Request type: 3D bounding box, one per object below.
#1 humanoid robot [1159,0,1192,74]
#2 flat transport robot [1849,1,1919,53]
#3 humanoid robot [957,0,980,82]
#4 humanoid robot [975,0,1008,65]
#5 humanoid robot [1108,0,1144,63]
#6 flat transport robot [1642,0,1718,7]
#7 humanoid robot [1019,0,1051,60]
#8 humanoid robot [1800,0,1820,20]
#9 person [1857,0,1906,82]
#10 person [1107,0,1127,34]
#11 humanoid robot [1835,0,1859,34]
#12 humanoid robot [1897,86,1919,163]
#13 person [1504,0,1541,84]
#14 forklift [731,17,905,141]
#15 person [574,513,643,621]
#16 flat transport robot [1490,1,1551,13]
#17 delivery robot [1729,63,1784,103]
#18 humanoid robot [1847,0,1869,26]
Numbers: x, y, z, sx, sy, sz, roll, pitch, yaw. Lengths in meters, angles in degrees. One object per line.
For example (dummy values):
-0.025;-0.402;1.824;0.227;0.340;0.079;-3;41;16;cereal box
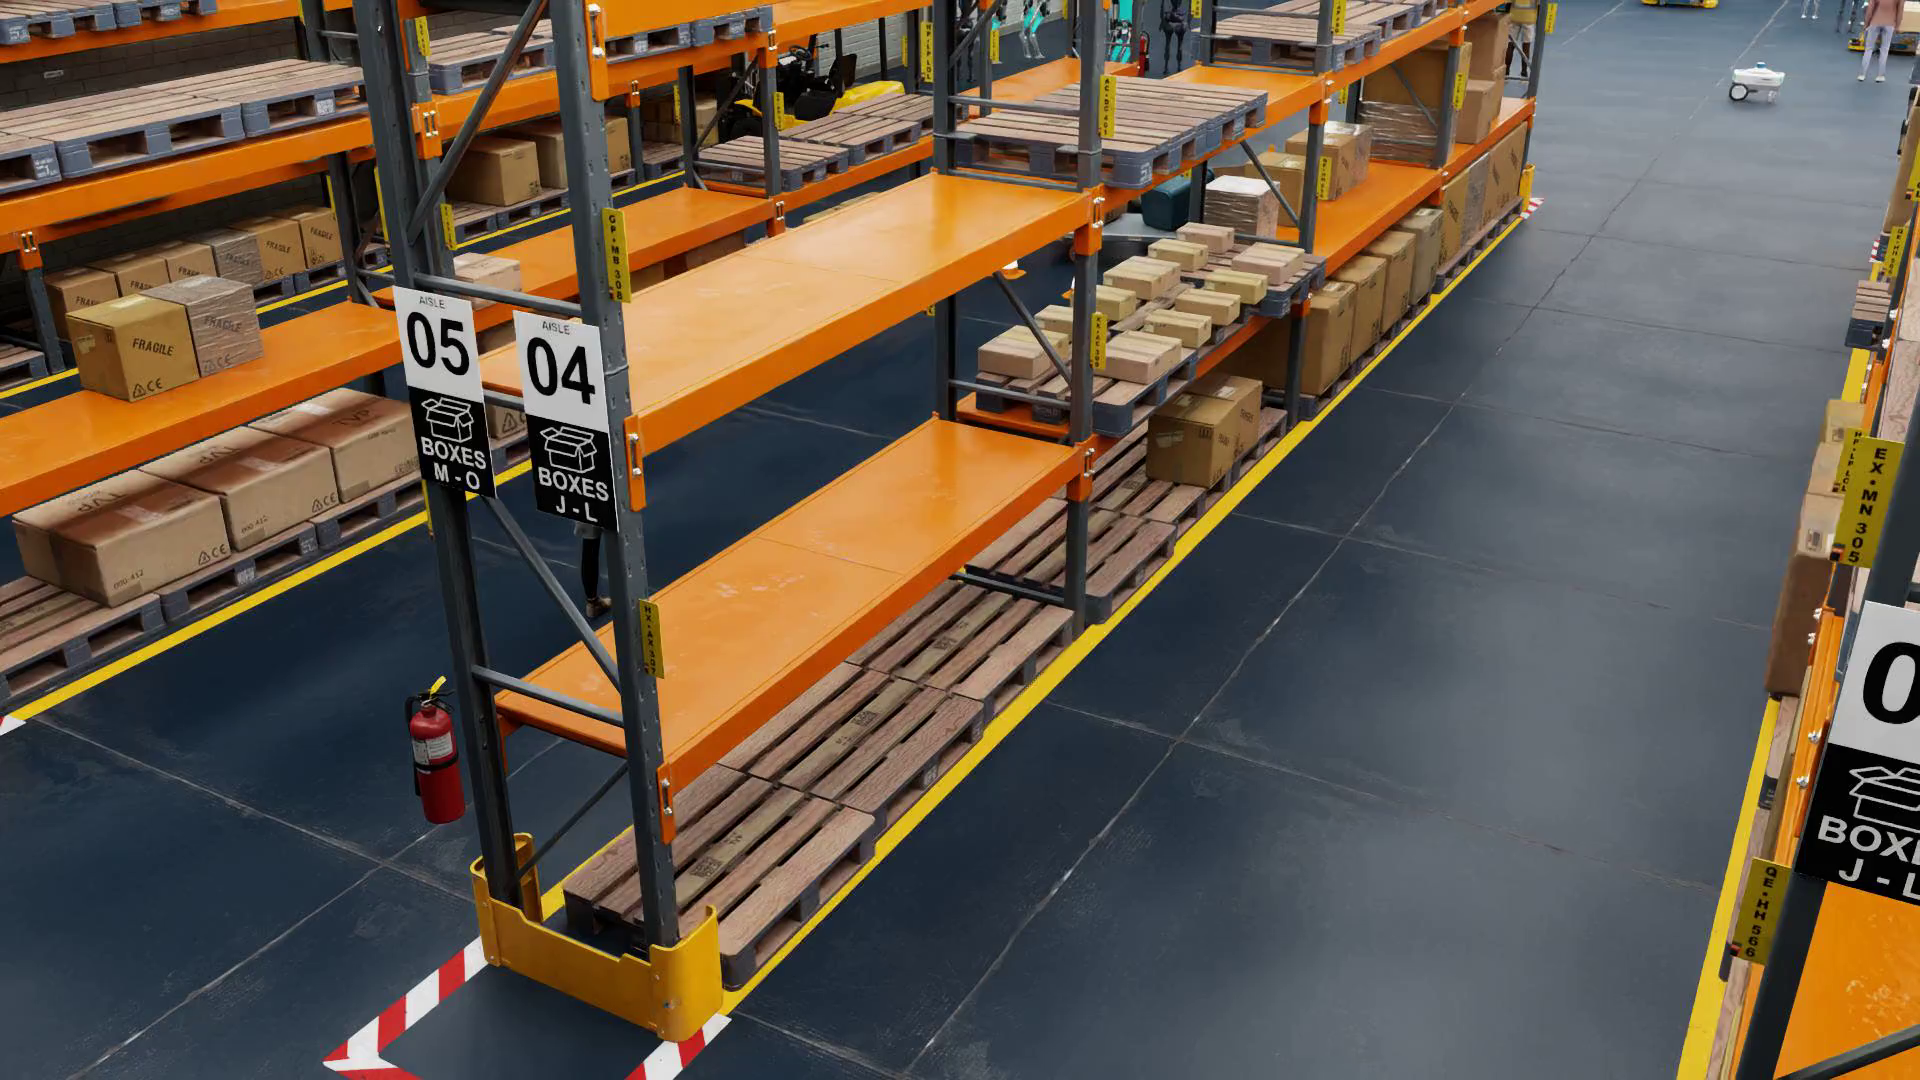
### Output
3.554;-8.560;27.489;0.599;1.657;0.315;14;29;26;humanoid robot
16.715;-8.866;29.765;1.431;0.231;0.659;12;28;23;flat transport robot
0.080;-8.289;26.928;0.599;1.655;0.315;14;29;26;humanoid robot
0.458;-8.788;27.756;0.533;1.677;0.735;14;29;26;humanoid robot
2.435;-7.579;25.249;0.533;1.673;0.735;14;29;26;humanoid robot
15.148;-11.371;34.971;1.431;0.231;0.659;12;28;23;flat transport robot
1.211;-9.014;28.230;0.533;1.673;0.735;14;29;26;humanoid robot
16.638;-10.976;32.302;0.533;1.677;0.735;14;29;26;humanoid robot
14.921;-8.324;26.911;0.532;1.766;0.324;14;29;26;person
2.995;-10.542;31.349;0.595;1.916;0.373;14;29;26;person
16.851;-10.424;31.383;0.610;1.646;0.391;16;30;29;humanoid robot
10.708;-4.325;18.488;0.533;1.673;0.735;14;29;26;humanoid robot
9.060;-8.366;26.772;0.611;1.963;0.362;14;29;26;person
-1.819;-5.975;21.543;2.313;2.155;1.214;14;29;26;forklift
-2.195;-0.264;10.242;0.539;1.695;0.317;14;29;26;person
11.359;-10.984;34.166;1.431;0.231;0.659;12;28;23;flat transport robot
12.275;-7.055;25.693;0.784;0.612;0.520;12;28;23;delivery robot
17.186;-10.630;31.588;0.533;1.673;0.735;14;29;26;humanoid robot
